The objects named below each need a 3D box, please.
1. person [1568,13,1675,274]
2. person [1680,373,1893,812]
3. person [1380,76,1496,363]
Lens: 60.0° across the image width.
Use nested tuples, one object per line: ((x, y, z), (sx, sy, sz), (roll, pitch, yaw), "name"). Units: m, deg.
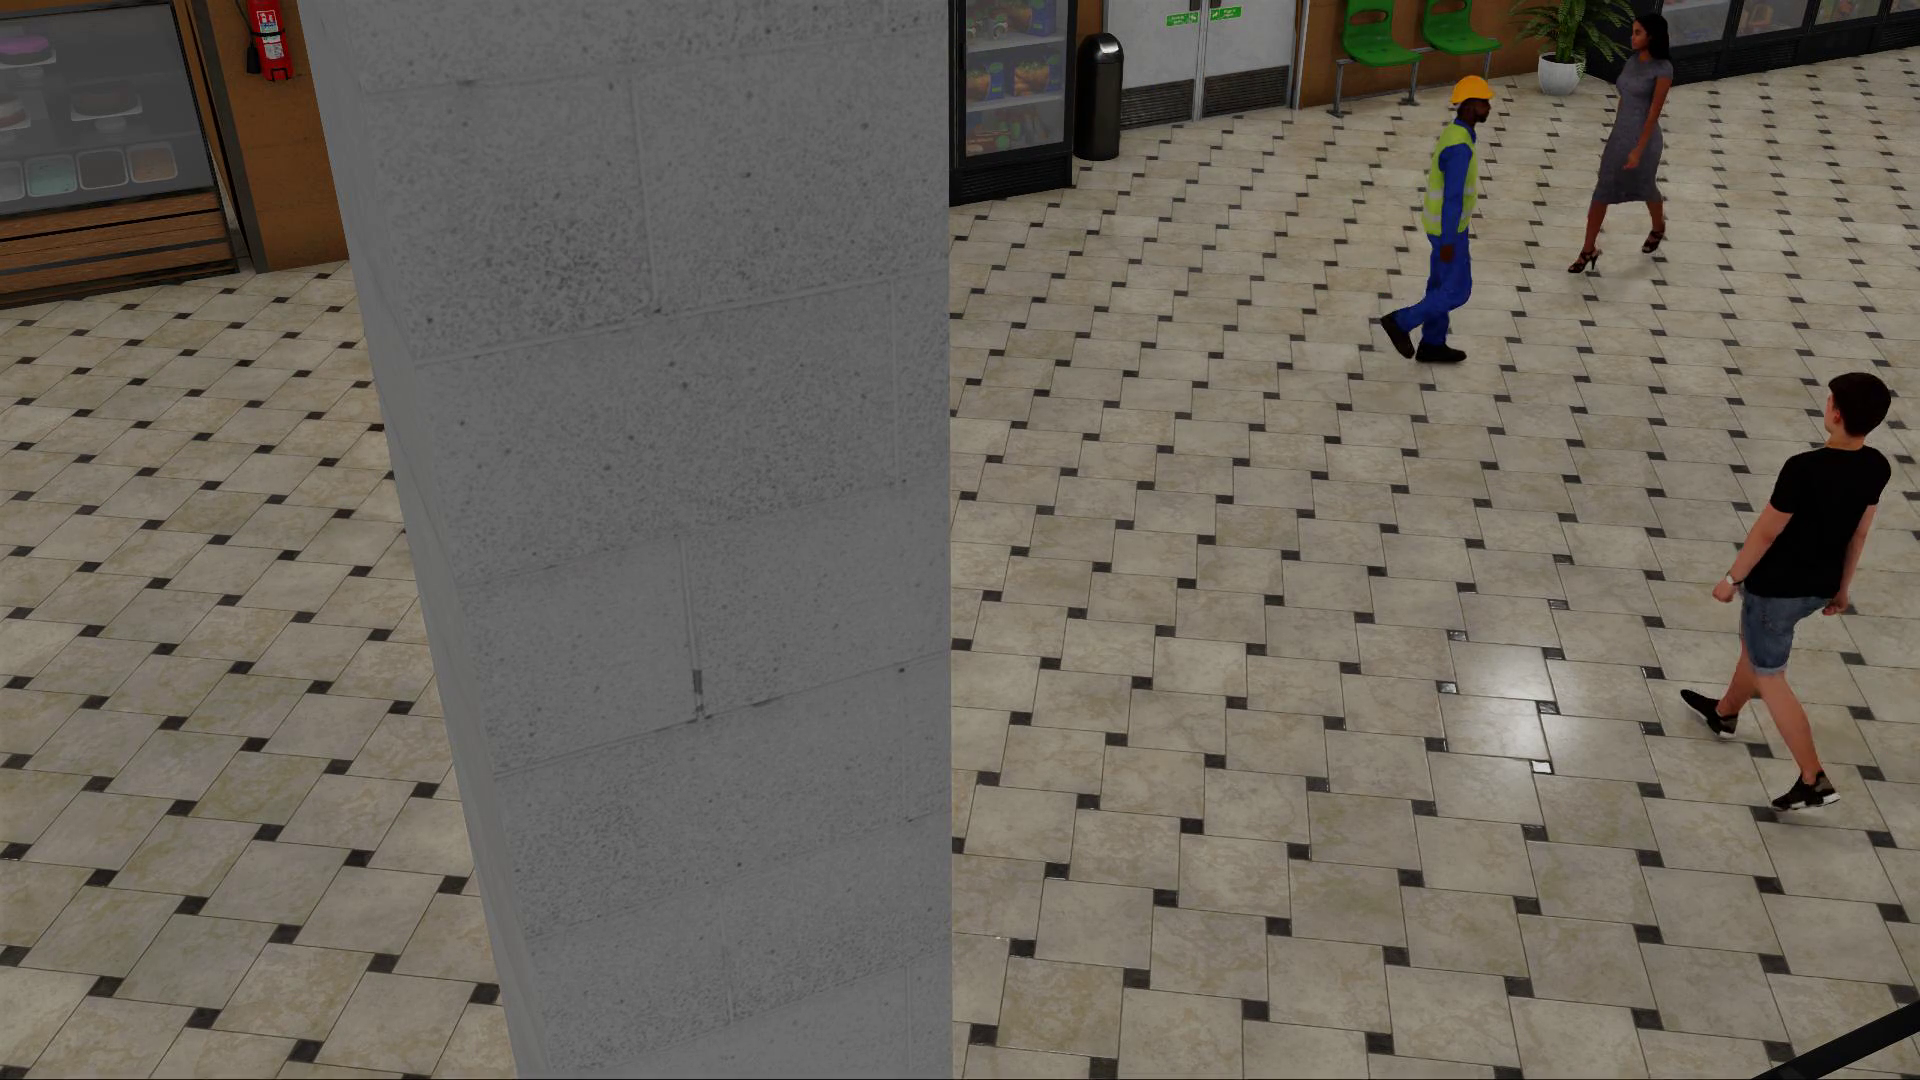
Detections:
((4.688, -2.680, 11.382), (0.694, 1.733, 1.077), (-17, 36, -25), "person")
((3.372, 0.236, 6.614), (0.680, 1.818, 1.163), (-13, 34, -20), "person")
((2.888, -1.909, 10.074), (0.953, 1.805, 0.902), (6, 32, 10), "person")
